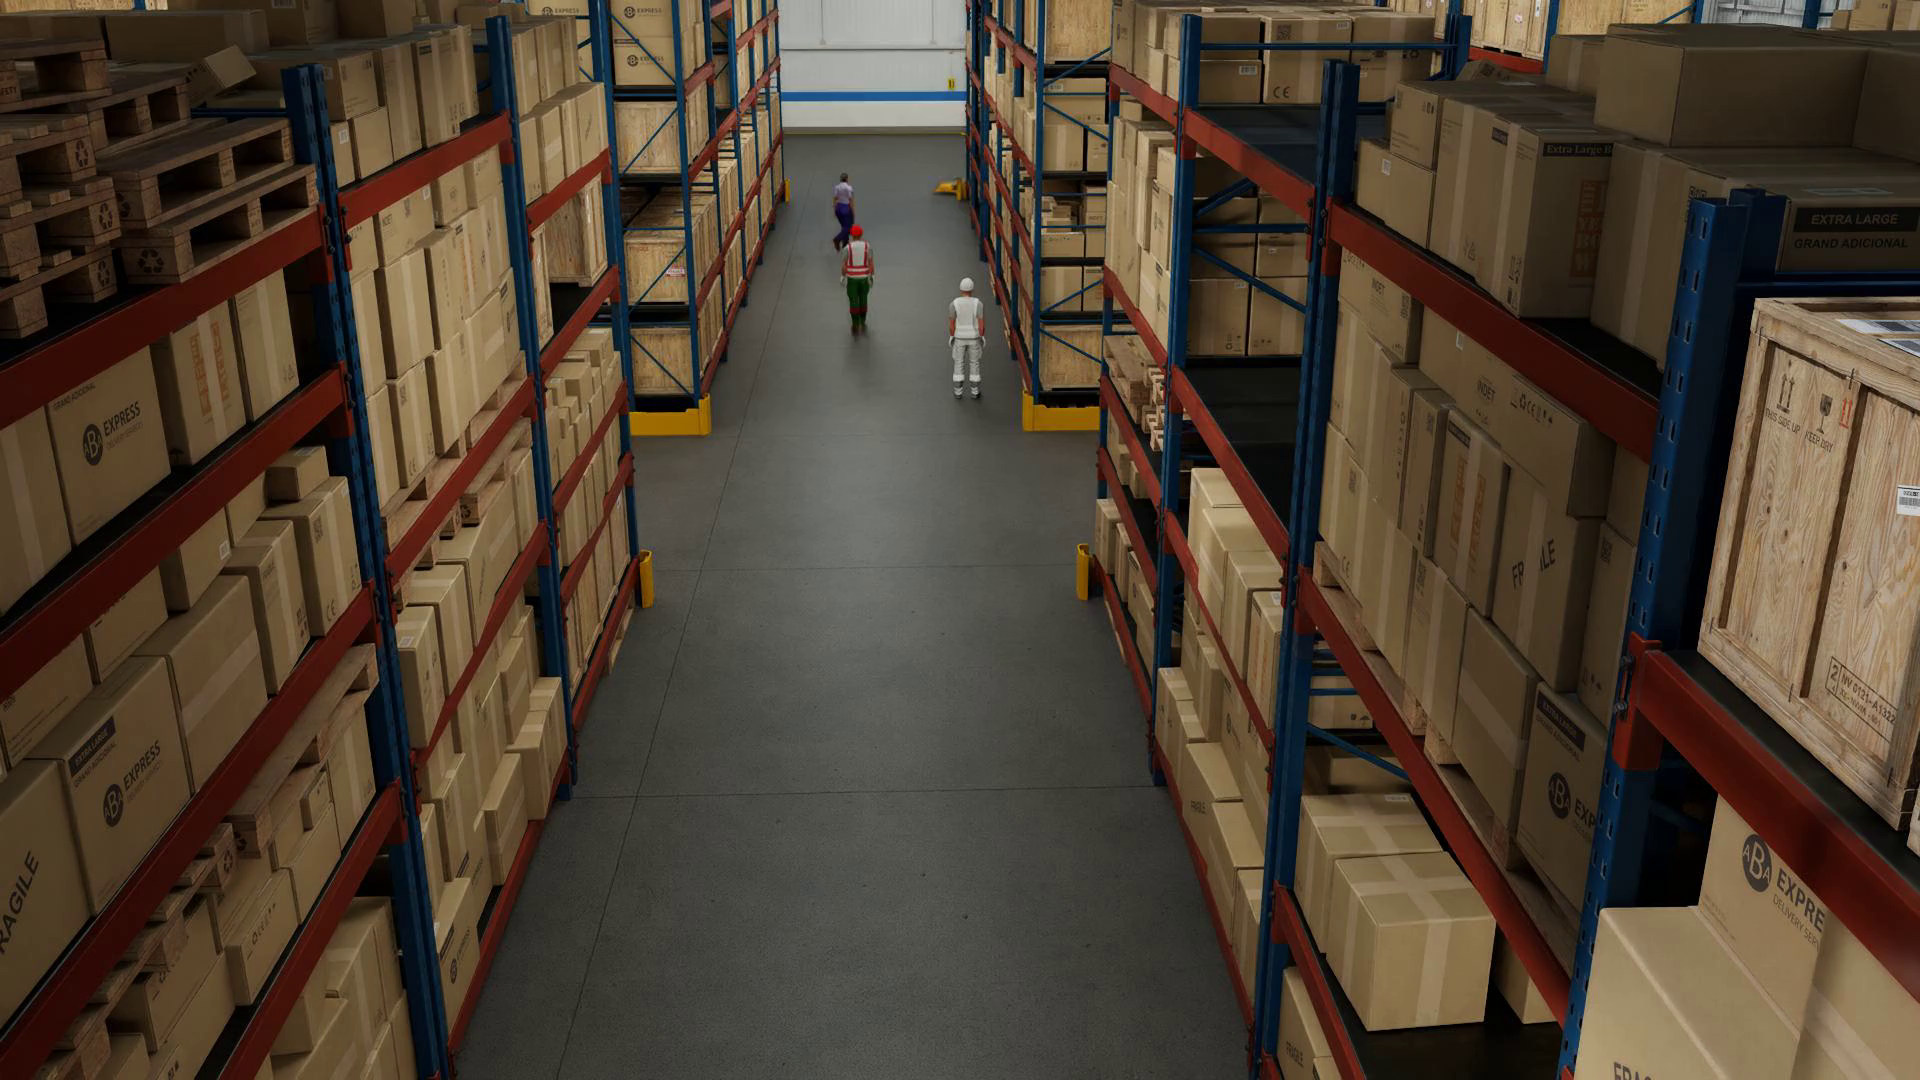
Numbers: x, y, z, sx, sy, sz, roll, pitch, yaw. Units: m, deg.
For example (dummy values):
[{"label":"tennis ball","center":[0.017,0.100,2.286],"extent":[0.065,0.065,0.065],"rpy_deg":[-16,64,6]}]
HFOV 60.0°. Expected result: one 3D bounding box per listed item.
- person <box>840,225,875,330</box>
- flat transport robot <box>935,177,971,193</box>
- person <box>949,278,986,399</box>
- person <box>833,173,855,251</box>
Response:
[{"label":"person","center":[-1.786,-4.544,28.642],"extent":[0.575,1.788,0.751],"rpy_deg":[-6,21,-16]},{"label":"flat transport robot","center":[-0.037,-9.284,43.608],"extent":[0.659,0.259,1.431],"rpy_deg":[10,23,25]},{"label":"person","center":[0.111,-2.968,24.415],"extent":[0.537,1.792,0.398],"rpy_deg":[0,20,1]},{"label":"person","center":[-2.496,-6.977,35.384],"extent":[0.482,1.637,0.752],"rpy_deg":[18,27,40]}]
